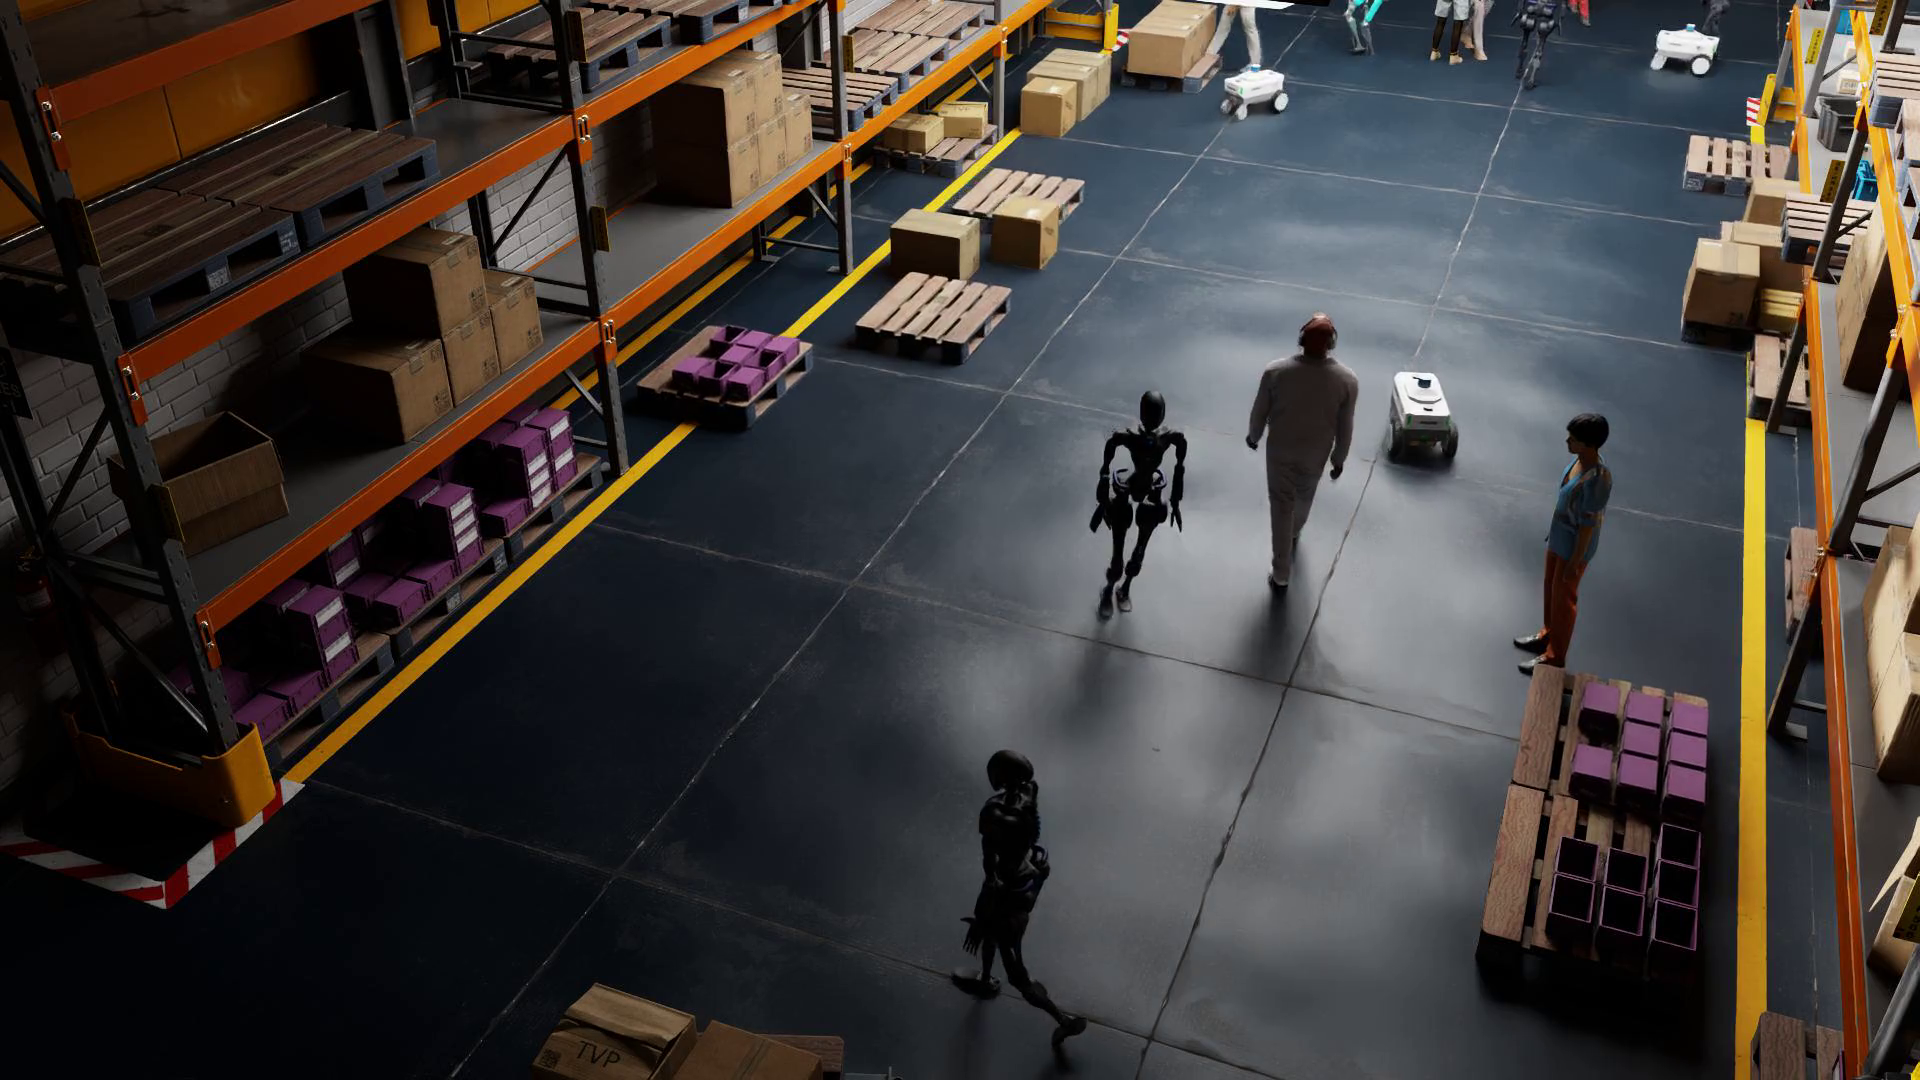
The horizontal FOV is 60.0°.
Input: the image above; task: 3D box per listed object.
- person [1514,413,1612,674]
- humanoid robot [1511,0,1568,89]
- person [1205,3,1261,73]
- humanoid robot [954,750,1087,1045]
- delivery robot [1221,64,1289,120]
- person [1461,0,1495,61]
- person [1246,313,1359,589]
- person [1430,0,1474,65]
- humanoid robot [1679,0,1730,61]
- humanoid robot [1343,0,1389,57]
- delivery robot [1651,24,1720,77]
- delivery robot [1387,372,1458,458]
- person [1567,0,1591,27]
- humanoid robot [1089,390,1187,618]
[{"bbox_3d":[3.718,0.023,10.186,0.336,1.759,0.493,2,33,4],"label":"person"},{"bbox_3d":[7.029,-6.365,20.182,0.610,1.605,0.734,14,35,21],"label":"humanoid robot"},{"bbox_3d":[3.350,-6.648,20.417,0.972,1.846,0.542,-9,34,-13],"label":"person"},{"bbox_3d":[0.288,1.652,7.791,0.760,1.651,0.588,13,35,19],"label":"humanoid robot"},{"bbox_3d":[3.462,-5.267,19.494,0.792,0.611,0.499,-20,38,-28],"label":"delivery robot"},{"bbox_3d":[6.684,-7.072,21.164,0.472,1.746,0.781,-10,34,-15],"label":"person"},{"bbox_3d":[2.265,-0.645,11.130,0.651,1.857,0.985,2,33,2],"label":"person"},{"bbox_3d":[6.223,-6.838,20.866,0.534,1.693,0.320,25,41,34],"label":"person"},{"bbox_3d":[9.465,-6.800,20.830,0.609,1.632,0.601,3,33,4],"label":"humanoid robot"},{"bbox_3d":[5.195,-7.005,21.124,0.816,1.808,0.549,-17,37,-24],"label":"humanoid robot"},{"bbox_3d":[9.107,-6.168,20.845,0.738,0.563,0.499,16,36,23],"label":"delivery robot"},{"bbox_3d":[3.559,-1.002,12.869,0.499,0.583,0.774,2,33,3],"label":"delivery robot"},{"bbox_3d":[8.556,-7.925,22.521,0.534,1.722,0.900,-5,33,-7],"label":"person"},{"bbox_3d":[1.135,-0.238,10.671,0.607,1.646,0.431,-4,33,-7],"label":"humanoid robot"}]
